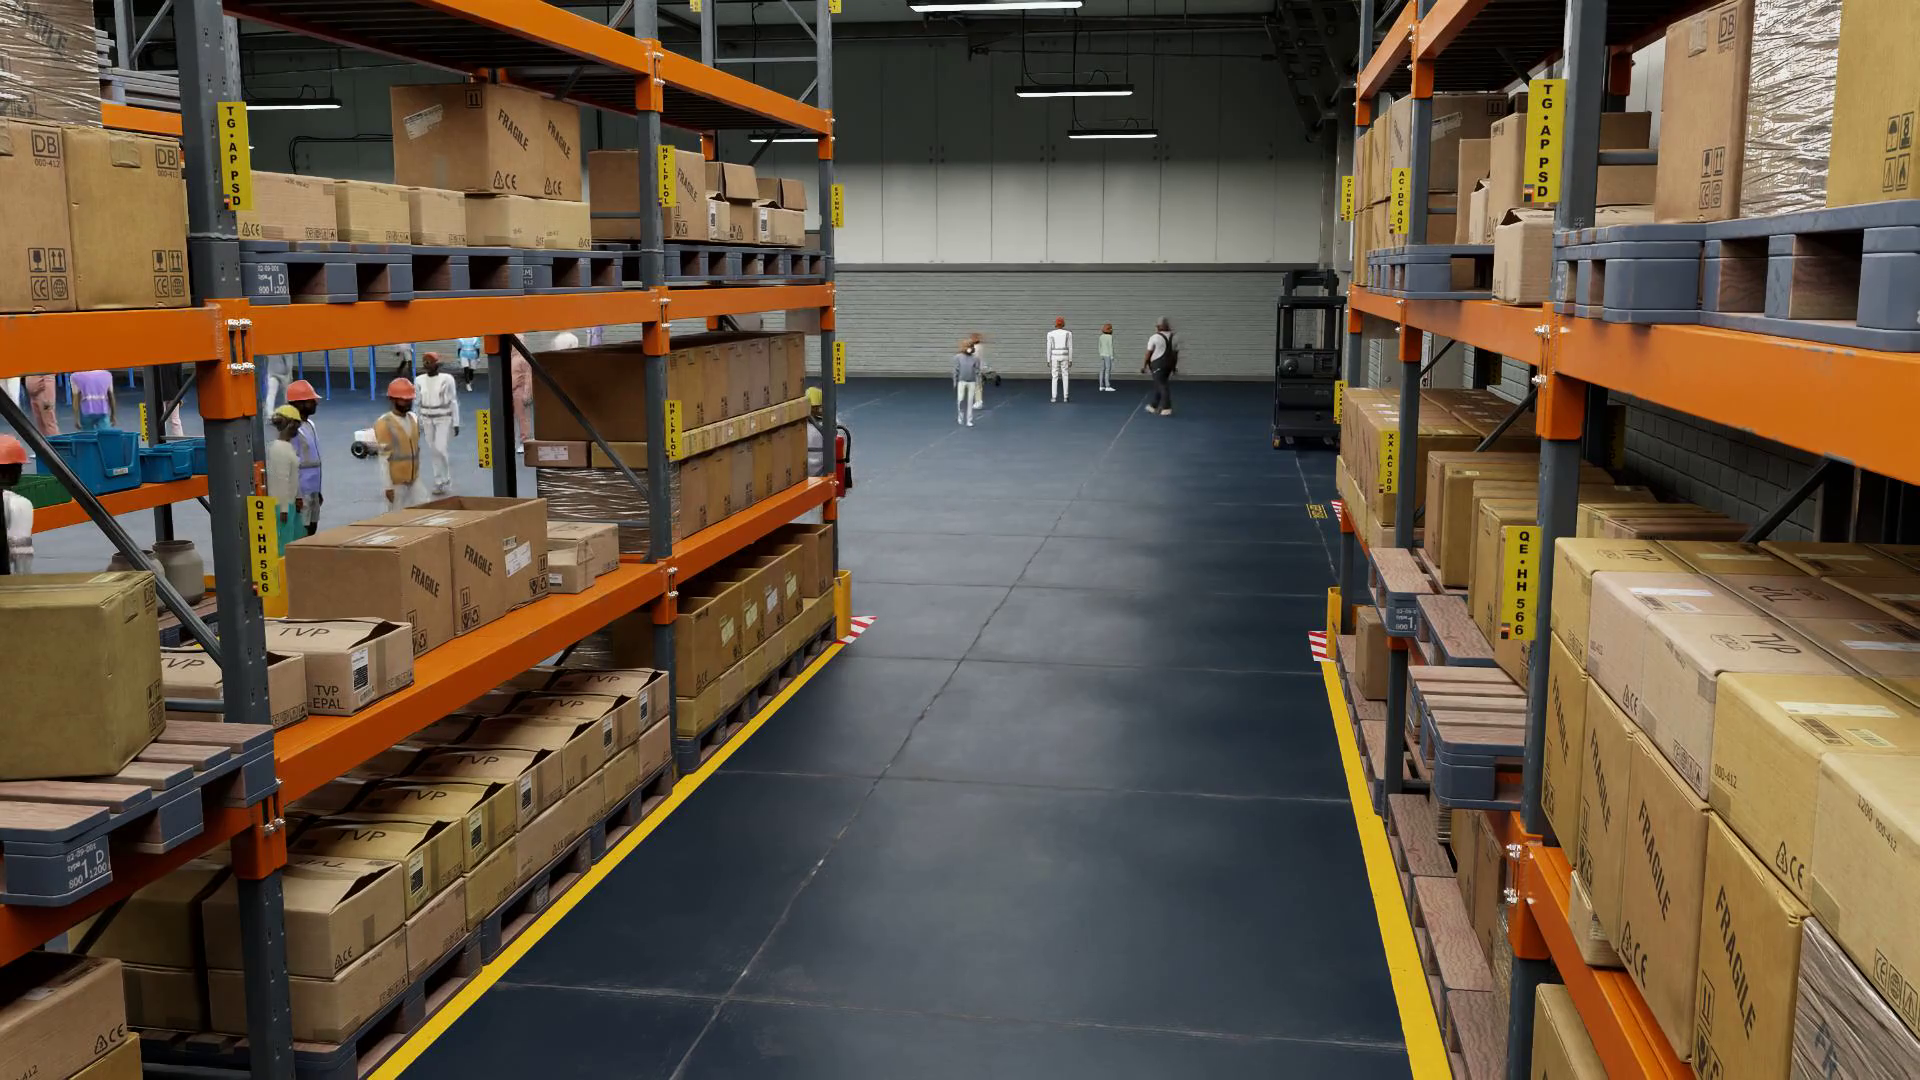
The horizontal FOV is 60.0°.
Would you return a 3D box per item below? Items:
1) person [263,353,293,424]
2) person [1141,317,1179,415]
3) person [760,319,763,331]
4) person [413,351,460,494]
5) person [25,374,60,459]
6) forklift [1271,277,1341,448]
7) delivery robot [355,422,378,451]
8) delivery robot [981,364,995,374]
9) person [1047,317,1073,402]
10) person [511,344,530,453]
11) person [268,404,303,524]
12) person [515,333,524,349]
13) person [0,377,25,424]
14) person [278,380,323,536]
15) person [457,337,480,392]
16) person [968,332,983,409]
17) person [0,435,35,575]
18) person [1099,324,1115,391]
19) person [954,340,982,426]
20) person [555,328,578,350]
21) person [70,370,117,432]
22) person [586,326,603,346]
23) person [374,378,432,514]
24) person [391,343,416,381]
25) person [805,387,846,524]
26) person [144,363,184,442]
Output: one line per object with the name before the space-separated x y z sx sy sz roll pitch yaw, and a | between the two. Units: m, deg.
person | -13.077 -3.190 31.984 0.647 1.885 1.009 2 9 10
person | 4.090 -3.561 33.910 0.689 2.000 1.015 -7 11 -35
person | -5.284 -4.992 43.806 0.866 1.651 0.545 4 10 22
person | -6.866 -1.523 21.724 0.609 1.865 0.508 2 9 10
person | -14.299 -2.207 25.864 0.655 1.900 0.406 7 11 36
forklift | 5.847 -3.016 27.970 1.129 2.768 1.873 1 9 9
delivery robot | -9.143 -1.616 26.195 0.707 0.478 0.477 1 9 7
delivery robot | 0.658 -4.342 42.211 0.335 0.223 0.698 5 11 29
person | 2.233 -4.033 37.167 0.573 1.887 0.356 0 9 1
person | -7.194 -2.324 26.642 0.694 1.884 0.655 3 10 20
person | -5.966 -0.323 14.717 0.381 1.740 0.611 -4 10 -21
person | -10.586 -4.333 39.404 0.552 1.747 0.480 -1 9 -5
person | -18.130 -3.091 31.612 0.618 1.796 0.963 -2 9 -10
person | -5.903 -0.470 15.019 0.344 1.942 0.551 0 9 -2
person | -11.951 -4.449 40.418 0.540 1.662 0.744 -4 10 -24
person | 0.305 -3.586 35.242 0.367 1.624 0.516 1 9 8
person | -5.922 0.287 10.476 0.555 1.893 0.952 2 9 13
person | 3.577 -4.450 40.511 0.278 1.634 0.498 -6 11 -32
person | 0.147 -2.953 31.275 0.531 1.620 0.328 -1 9 -9
person | -8.238 -3.654 34.840 0.652 1.881 0.733 8 12 41
person | -12.145 -1.764 23.389 0.721 1.824 0.572 8 12 42
person | -9.828 -5.272 44.679 0.367 1.926 0.594 6 11 31
person | -5.221 -0.578 15.768 0.700 1.909 0.587 4 10 24
person | -14.197 -4.900 42.496 0.971 1.899 0.557 2 9 13
person | -1.418 -0.626 16.462 0.612 1.791 0.933 4 10 24
person | -12.134 -2.172 25.351 0.381 1.994 0.620 6 11 35
